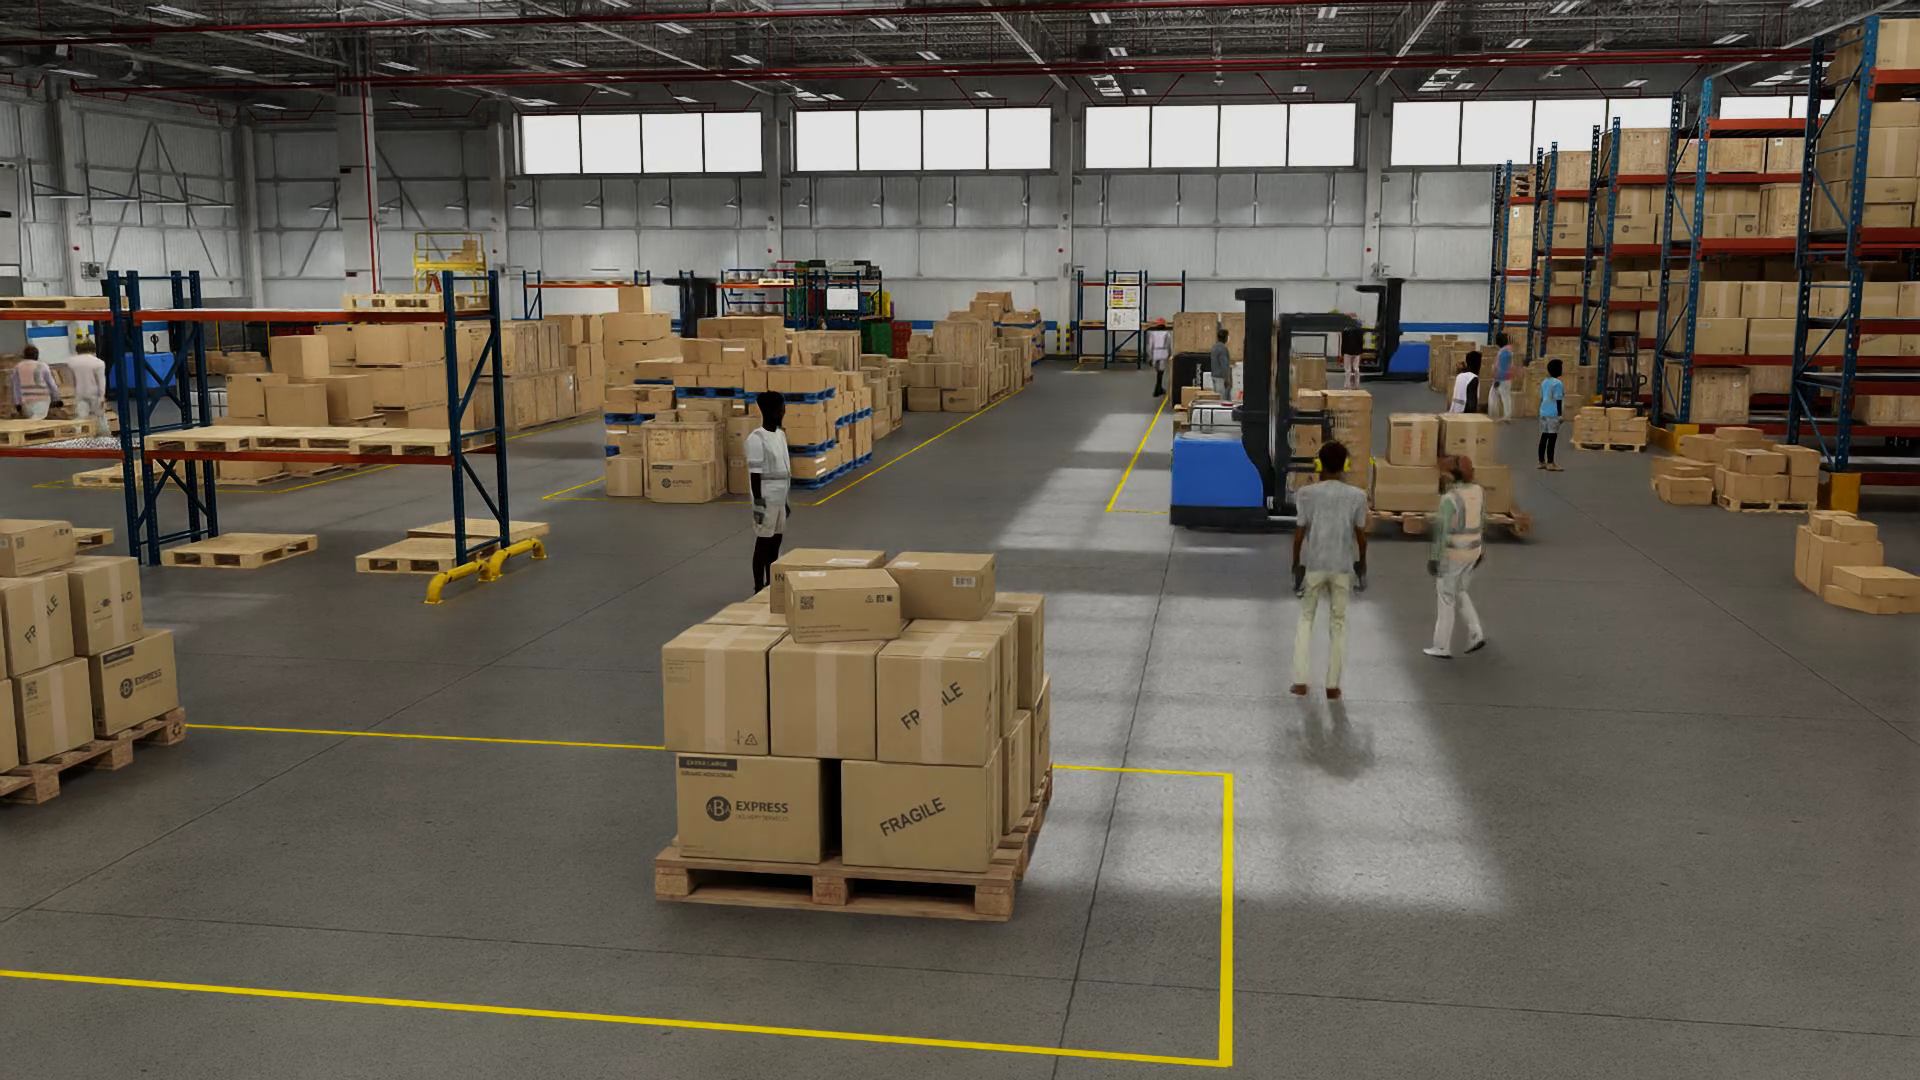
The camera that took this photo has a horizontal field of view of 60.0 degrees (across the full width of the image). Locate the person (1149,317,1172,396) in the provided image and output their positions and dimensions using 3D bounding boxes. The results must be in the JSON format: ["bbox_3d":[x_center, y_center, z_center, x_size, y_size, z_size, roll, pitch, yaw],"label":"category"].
[{"bbox_3d":[4.823,-4.424,40.214,0.538,1.906,0.954,5,11,29],"label":"person"}]

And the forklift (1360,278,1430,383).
[{"bbox_3d":[11.684,-5.662,44.836,1.873,2.768,1.129,1,9,9],"label":"forklift"}]

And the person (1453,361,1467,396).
[{"bbox_3d":[7.873,-1.988,26.022,0.313,1.631,0.526,0,9,-1],"label":"person"}]

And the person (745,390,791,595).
[{"bbox_3d":[-1.706,-0.371,15.012,0.361,1.964,0.613,3,10,18],"label":"person"}]

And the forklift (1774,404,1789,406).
[{"bbox_3d":[18.535,-4.234,36.028,1.129,2.768,1.873,1,9,9],"label":"forklift"}]

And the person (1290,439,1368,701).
[{"bbox_3d":[2.600,0.221,11.702,0.536,1.862,0.395,2,9,13],"label":"person"}]

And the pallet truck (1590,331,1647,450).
[{"bbox_3d":[11.253,-2.573,28.499,0.823,1.965,1.885,5,10,27],"label":"pallet truck"}]

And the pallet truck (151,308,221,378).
[{"bbox_3d":[-21.869,-5.598,47.154,0.823,1.965,1.885,4,10,26],"label":"pallet truck"}]

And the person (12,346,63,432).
[{"bbox_3d":[-15.230,-2.297,27.442,0.641,1.799,0.943,1,9,8],"label":"person"}]

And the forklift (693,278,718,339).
[{"bbox_3d":[-6.855,-5.708,45.116,1.873,2.768,1.129,3,10,15],"label":"forklift"}]

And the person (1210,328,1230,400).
[{"bbox_3d":[4.977,-3.071,31.750,0.370,1.941,0.627,-2,9,-11],"label":"person"}]

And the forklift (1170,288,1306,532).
[{"bbox_3d":[3.445,-1.553,19.491,1.873,2.768,1.129,1,9,9],"label":"forklift"}]

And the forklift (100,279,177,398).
[{"bbox_3d":[-19.606,-4.720,39.027,1.873,2.768,1.129,1,9,9],"label":"forklift"}]

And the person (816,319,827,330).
[{"bbox_3d":[-3.172,-4.081,37.982,0.370,1.939,0.631,4,10,22],"label":"person"}]

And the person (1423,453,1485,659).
[{"bbox_3d":[3.847,0.129,12.951,0.544,1.623,0.406,-7,12,-38],"label":"person"}]

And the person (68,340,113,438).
[{"bbox_3d":[-14.568,-2.411,27.867,0.647,1.872,1.059,0,9,-2],"label":"person"}]

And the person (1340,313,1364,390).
[{"bbox_3d":[9.658,-4.607,41.050,0.608,1.995,0.377,-3,10,-20],"label":"person"}]

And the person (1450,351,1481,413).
[{"bbox_3d":[7.147,-1.716,23.531,0.410,1.905,0.602,0,9,-2],"label":"person"}]

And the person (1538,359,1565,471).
[{"bbox_3d":[8.973,-1.890,25.206,0.320,1.698,0.531,-1,9,-9],"label":"person"}]

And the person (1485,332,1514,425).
[{"bbox_3d":[10.545,-3.173,32.745,0.784,1.815,0.661,2,10,14],"label":"person"}]
